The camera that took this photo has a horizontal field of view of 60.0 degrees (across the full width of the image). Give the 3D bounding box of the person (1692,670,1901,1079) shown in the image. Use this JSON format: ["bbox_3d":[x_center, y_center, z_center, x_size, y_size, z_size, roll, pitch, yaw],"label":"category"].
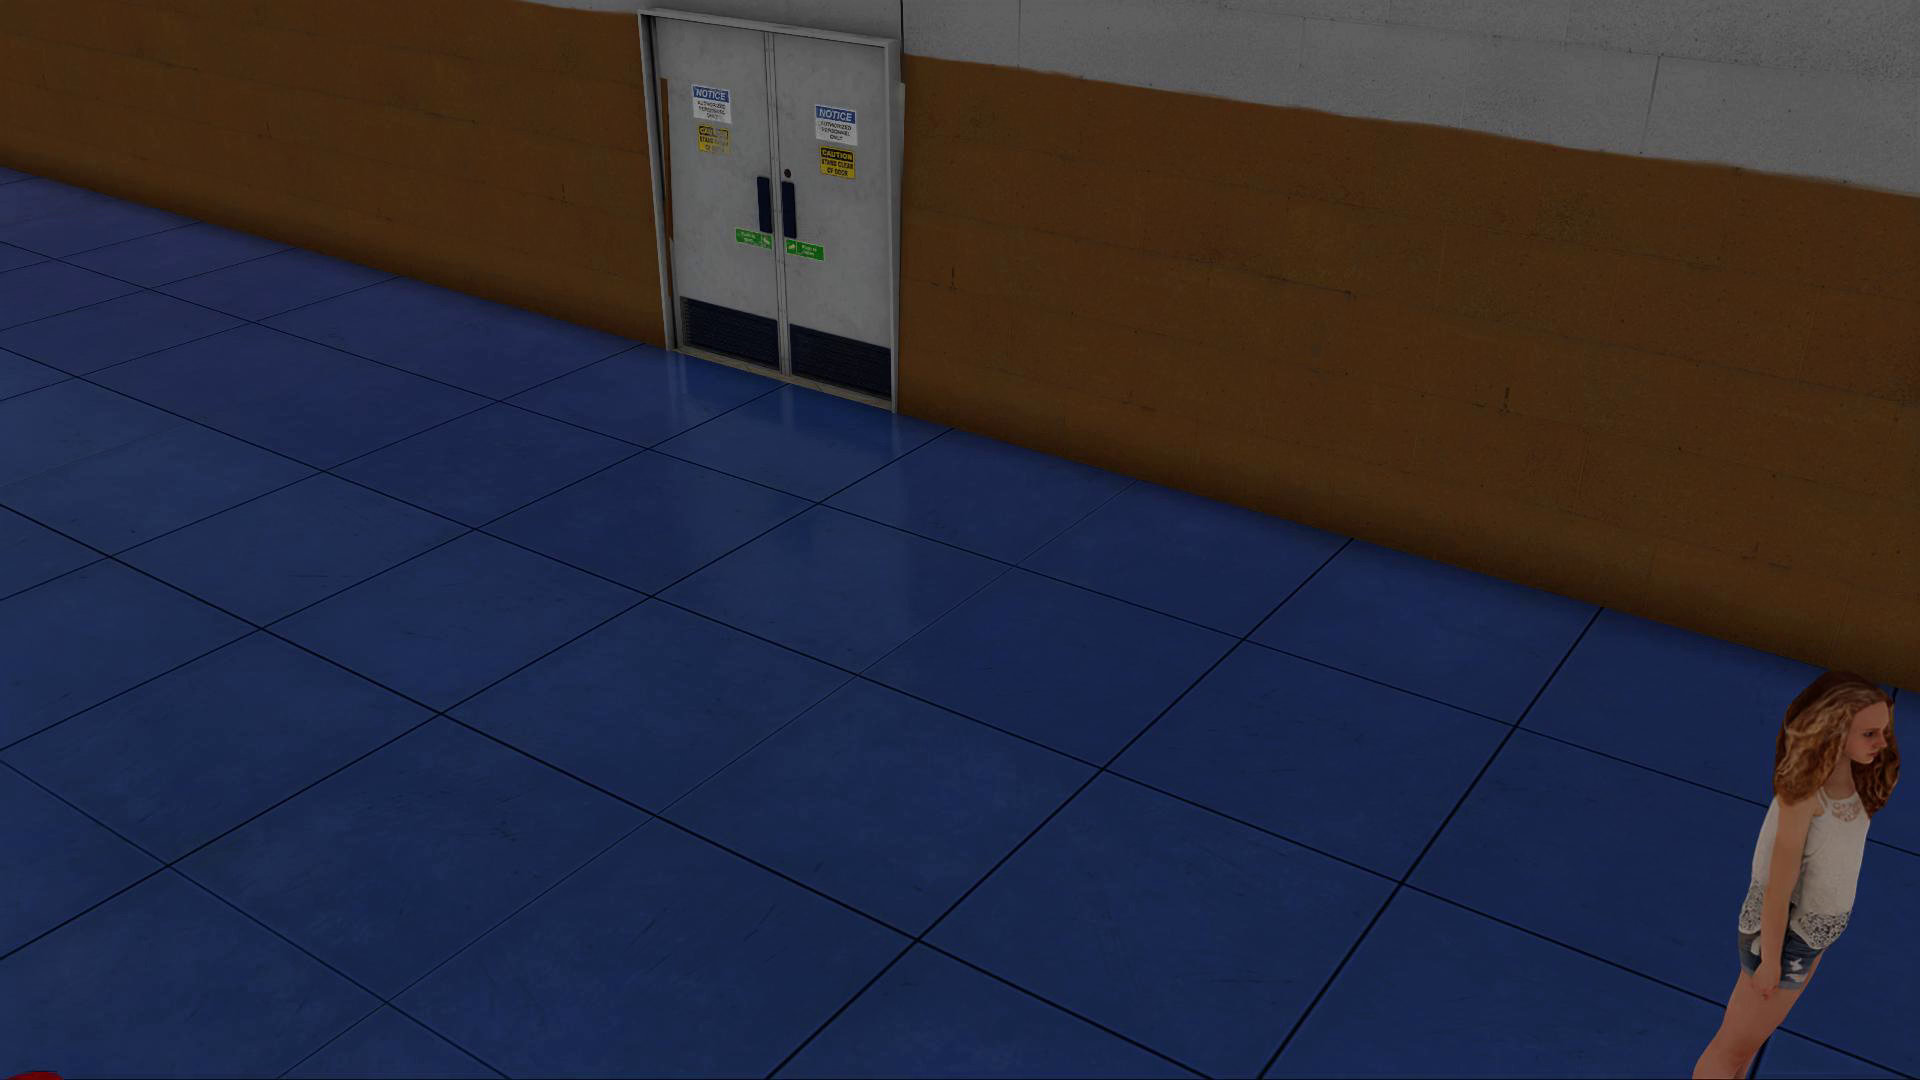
[{"bbox_3d":[2.367,1.140,4.814,0.516,1.760,0.667,-23,35,-38],"label":"person"}]
